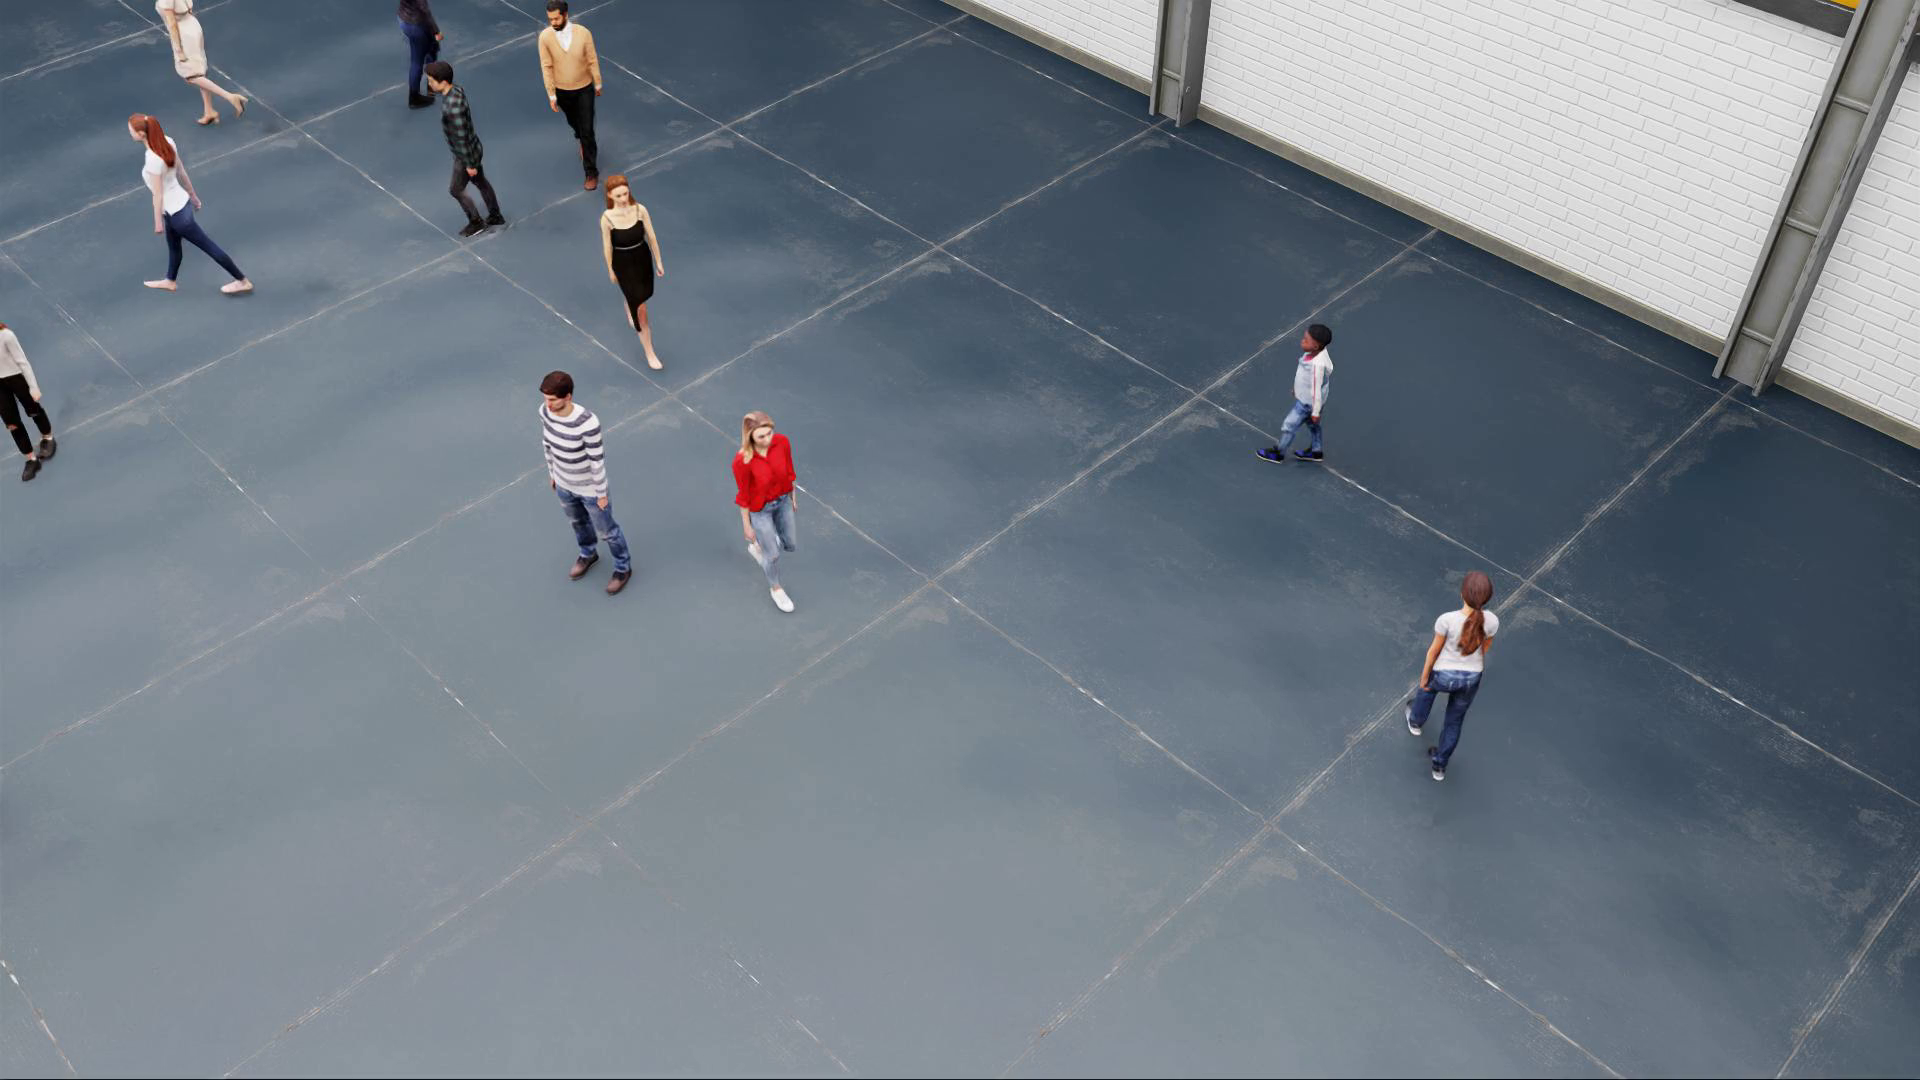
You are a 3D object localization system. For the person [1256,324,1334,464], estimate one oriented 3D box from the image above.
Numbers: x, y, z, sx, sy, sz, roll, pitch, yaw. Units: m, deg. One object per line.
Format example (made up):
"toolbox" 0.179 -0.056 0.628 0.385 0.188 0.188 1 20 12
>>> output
"person" 2.663 -1.058 12.358 0.826 1.240 0.723 8 44 9

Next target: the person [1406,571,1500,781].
"person" 3.020 0.865 10.124 0.865 1.536 0.876 7 44 7

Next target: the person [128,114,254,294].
"person" -6.376 -2.718 13.776 1.107 1.686 1.112 -4 44 -4

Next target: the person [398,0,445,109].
"person" -5.339 -4.949 16.085 0.820 1.732 0.753 -24 49 -23

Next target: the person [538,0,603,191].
"person" -3.560 -4.173 15.292 1.162 1.703 1.288 -5 44 -5

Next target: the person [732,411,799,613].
"person" -1.327 -0.245 11.179 0.652 1.690 0.765 -30 51 -28

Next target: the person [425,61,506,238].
"person" -4.257 -3.439 14.595 0.885 1.698 0.815 -8 44 -8

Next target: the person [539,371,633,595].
"person" -2.547 -0.413 11.242 0.570 1.845 0.752 22 48 21

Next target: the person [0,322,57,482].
"person" -7.030 -1.217 12.357 0.785 1.470 0.866 -6 44 -6

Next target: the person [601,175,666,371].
"person" -2.645 -2.233 13.340 0.746 1.585 1.119 -24 48 -23

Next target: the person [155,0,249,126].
"person" -7.266 -4.728 15.857 0.964 1.727 0.874 5 44 5
